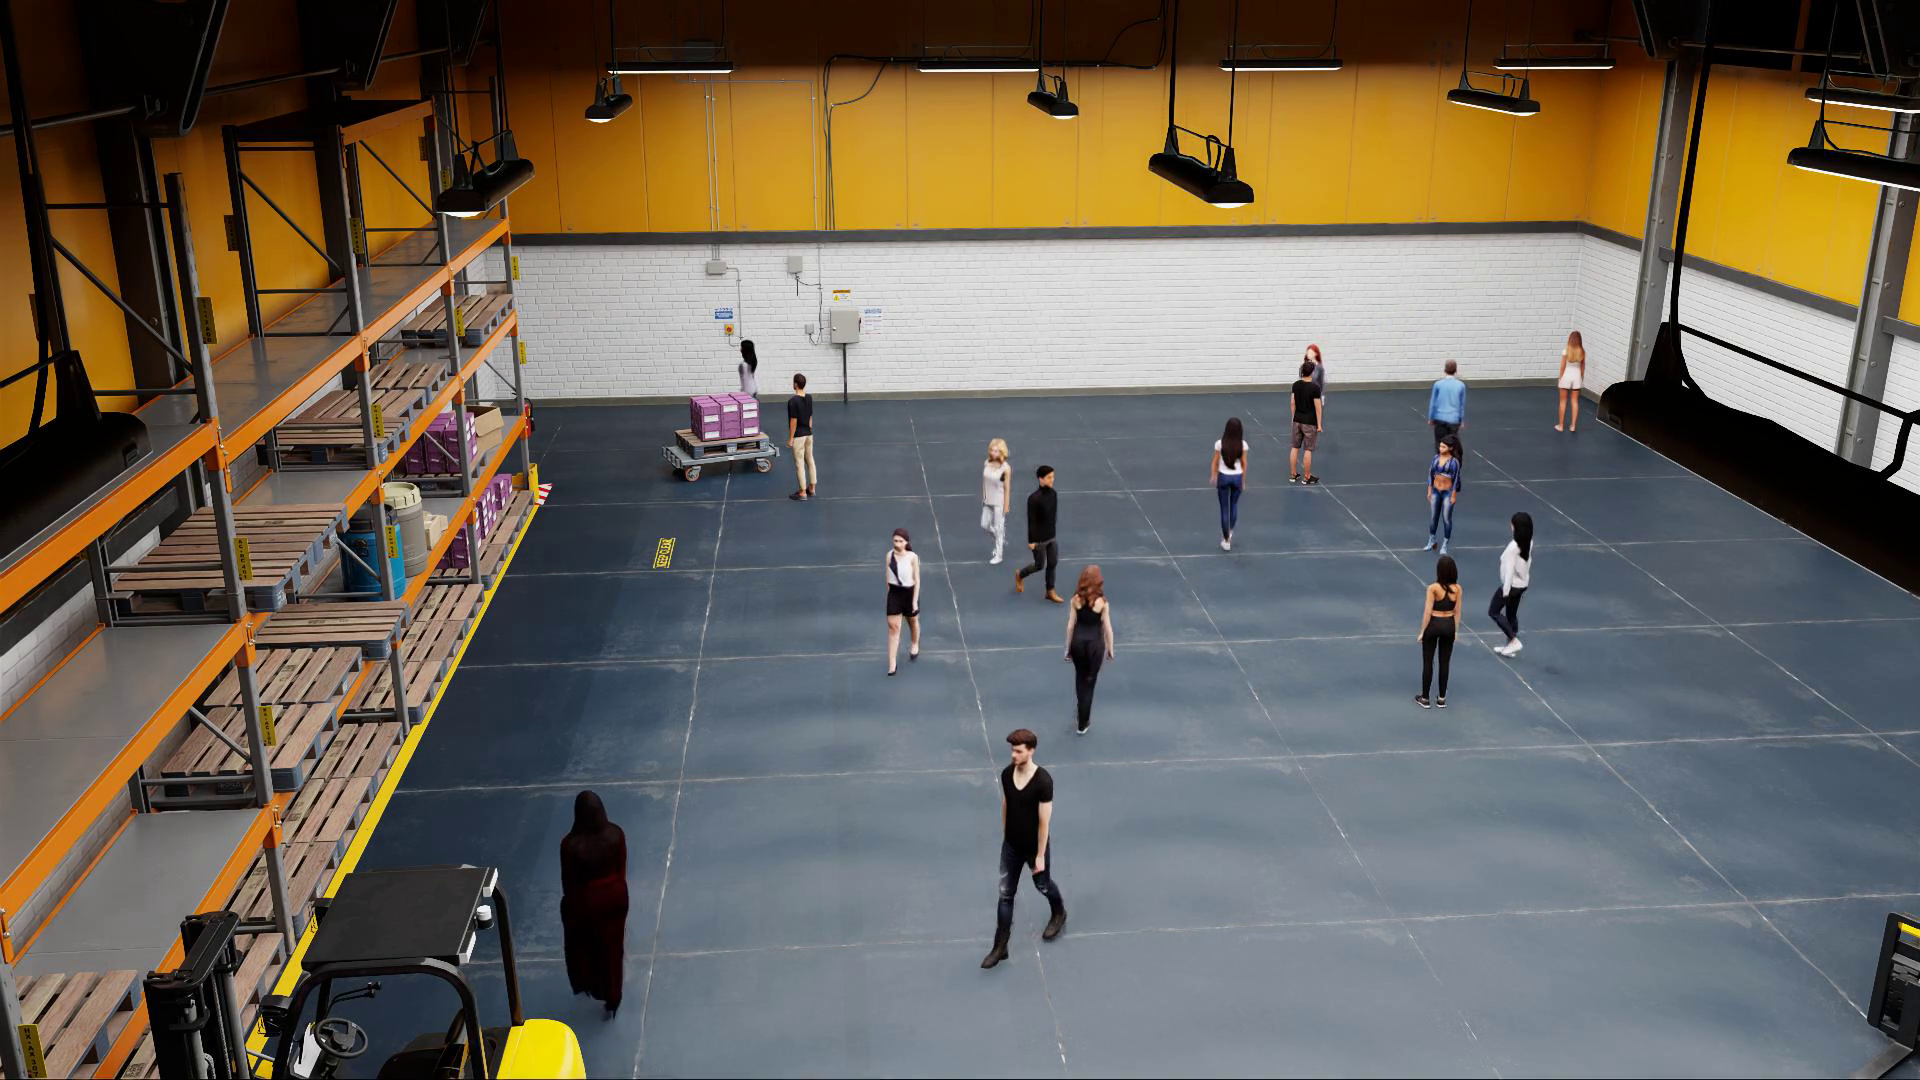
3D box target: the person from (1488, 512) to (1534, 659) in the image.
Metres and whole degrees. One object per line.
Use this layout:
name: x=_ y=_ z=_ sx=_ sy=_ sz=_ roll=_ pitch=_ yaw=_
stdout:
person: x=6.199 y=0.530 z=18.418 sx=0.822 sy=1.689 sz=0.769 roll=17 pitch=25 yaw=41

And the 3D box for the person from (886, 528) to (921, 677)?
person: x=-0.580 y=0.649 z=18.212 sx=0.827 sy=1.594 sz=1.170 roll=5 pitch=19 yaw=13

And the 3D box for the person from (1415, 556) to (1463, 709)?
person: x=4.970 y=0.948 z=17.246 sx=0.571 sy=1.645 sz=0.473 roll=0 pitch=19 yaw=-1

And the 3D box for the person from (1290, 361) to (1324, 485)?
person: x=5.178 y=-1.777 z=24.999 sx=0.750 sy=1.862 sz=0.816 roll=16 pitch=24 yaw=39

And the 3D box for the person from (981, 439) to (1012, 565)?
person: x=0.528 y=-0.520 z=21.583 sx=0.757 sy=1.659 sz=0.819 roll=16 pitch=25 yaw=40

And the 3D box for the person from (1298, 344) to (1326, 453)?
person: x=5.643 y=-2.260 z=26.591 sx=0.697 sy=1.761 sz=0.759 roll=15 pitch=24 yaw=38

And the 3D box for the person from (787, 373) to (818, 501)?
person: x=-2.303 y=-1.513 z=24.220 sx=0.762 sy=1.858 sz=0.684 roll=13 pitch=23 yaw=34

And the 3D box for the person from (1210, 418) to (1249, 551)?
person: x=3.587 y=-0.721 z=22.036 sx=0.650 sy=1.751 sz=0.933 roll=-1 pitch=19 yaw=-2

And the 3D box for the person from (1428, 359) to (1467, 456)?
person: x=7.391 y=-1.830 z=25.238 sx=0.787 sy=1.808 sz=0.818 roll=4 pitch=19 yaw=12

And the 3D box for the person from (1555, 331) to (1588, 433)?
person: x=10.248 y=-2.668 z=27.905 sx=0.603 sy=1.695 sz=0.587 roll=2 pitch=19 yaw=5

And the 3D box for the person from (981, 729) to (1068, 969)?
person: x=0.580 y=2.320 z=12.825 sx=1.146 sy=1.866 sz=1.278 roll=12 pitch=22 yaw=32

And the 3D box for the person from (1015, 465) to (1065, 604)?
person: x=0.965 y=-0.083 z=20.213 sx=1.039 sy=1.706 sz=0.961 roll=17 pitch=25 yaw=41

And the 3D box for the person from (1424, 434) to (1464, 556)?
person: x=6.367 y=-0.608 z=21.909 sx=0.760 sy=1.617 sz=0.679 roll=-17 pitch=25 yaw=-41

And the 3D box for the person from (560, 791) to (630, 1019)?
person: x=-2.586 y=2.666 z=12.002 sx=0.876 sy=1.736 sz=0.974 roll=-11 pitch=22 yaw=-30

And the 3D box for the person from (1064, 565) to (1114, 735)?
person: x=1.250 y=1.117 z=16.617 sx=0.803 sy=1.725 sz=0.928 roll=6 pitch=19 yaw=16

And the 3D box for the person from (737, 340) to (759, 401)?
person: x=-3.345 y=-2.384 z=27.021 sx=0.793 sy=1.722 sz=0.695 roll=6 pitch=20 yaw=18
